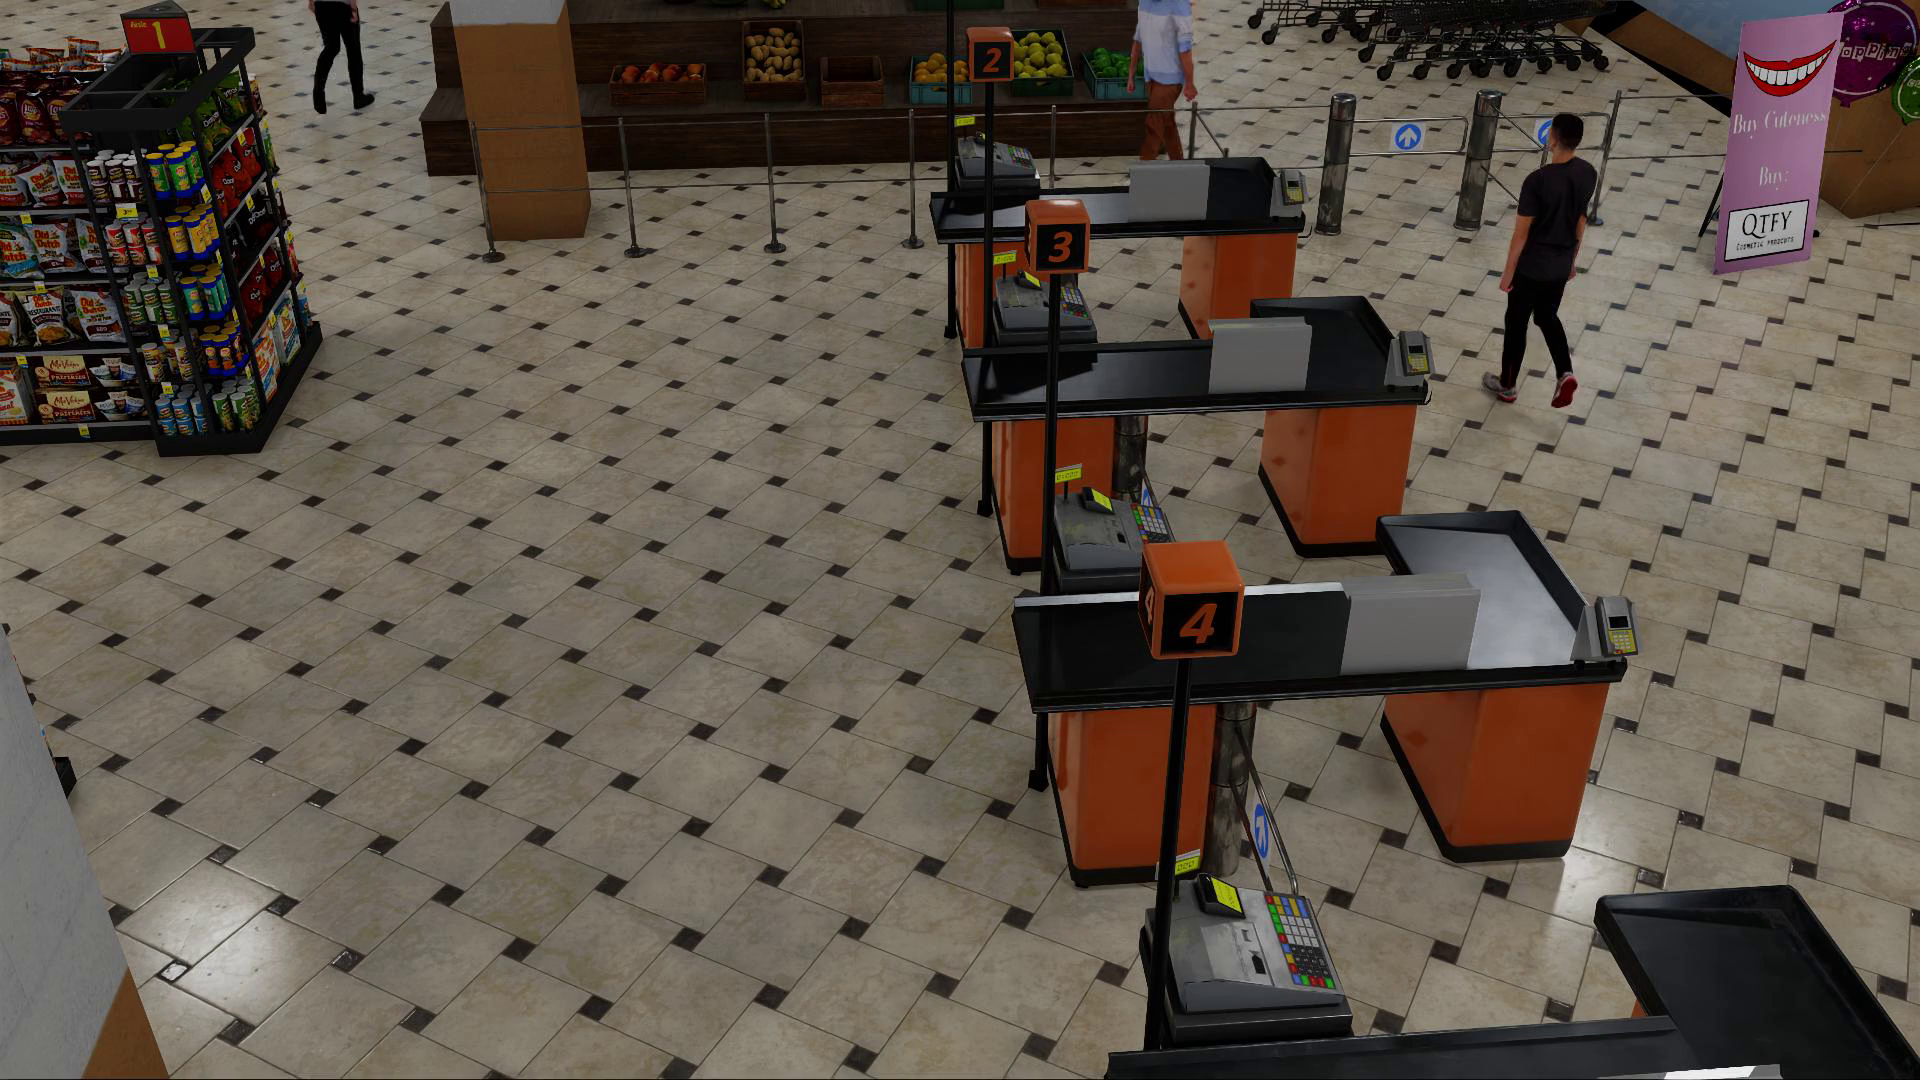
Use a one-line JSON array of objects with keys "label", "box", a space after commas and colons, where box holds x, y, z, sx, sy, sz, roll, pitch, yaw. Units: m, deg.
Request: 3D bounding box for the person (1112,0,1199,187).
[{"label": "person", "box": [1.621, -3.551, 12.679, 1.152, 1.784, 0.999, -20, 37, -29]}]

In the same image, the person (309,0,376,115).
[{"label": "person", "box": [-5.400, -4.547, 14.230, 1.027, 1.835, 0.918, 6, 32, 9]}]

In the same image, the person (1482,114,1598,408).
[{"label": "person", "box": [3.363, -1.525, 9.454, 0.938, 1.750, 0.866, -12, 34, -18]}]
